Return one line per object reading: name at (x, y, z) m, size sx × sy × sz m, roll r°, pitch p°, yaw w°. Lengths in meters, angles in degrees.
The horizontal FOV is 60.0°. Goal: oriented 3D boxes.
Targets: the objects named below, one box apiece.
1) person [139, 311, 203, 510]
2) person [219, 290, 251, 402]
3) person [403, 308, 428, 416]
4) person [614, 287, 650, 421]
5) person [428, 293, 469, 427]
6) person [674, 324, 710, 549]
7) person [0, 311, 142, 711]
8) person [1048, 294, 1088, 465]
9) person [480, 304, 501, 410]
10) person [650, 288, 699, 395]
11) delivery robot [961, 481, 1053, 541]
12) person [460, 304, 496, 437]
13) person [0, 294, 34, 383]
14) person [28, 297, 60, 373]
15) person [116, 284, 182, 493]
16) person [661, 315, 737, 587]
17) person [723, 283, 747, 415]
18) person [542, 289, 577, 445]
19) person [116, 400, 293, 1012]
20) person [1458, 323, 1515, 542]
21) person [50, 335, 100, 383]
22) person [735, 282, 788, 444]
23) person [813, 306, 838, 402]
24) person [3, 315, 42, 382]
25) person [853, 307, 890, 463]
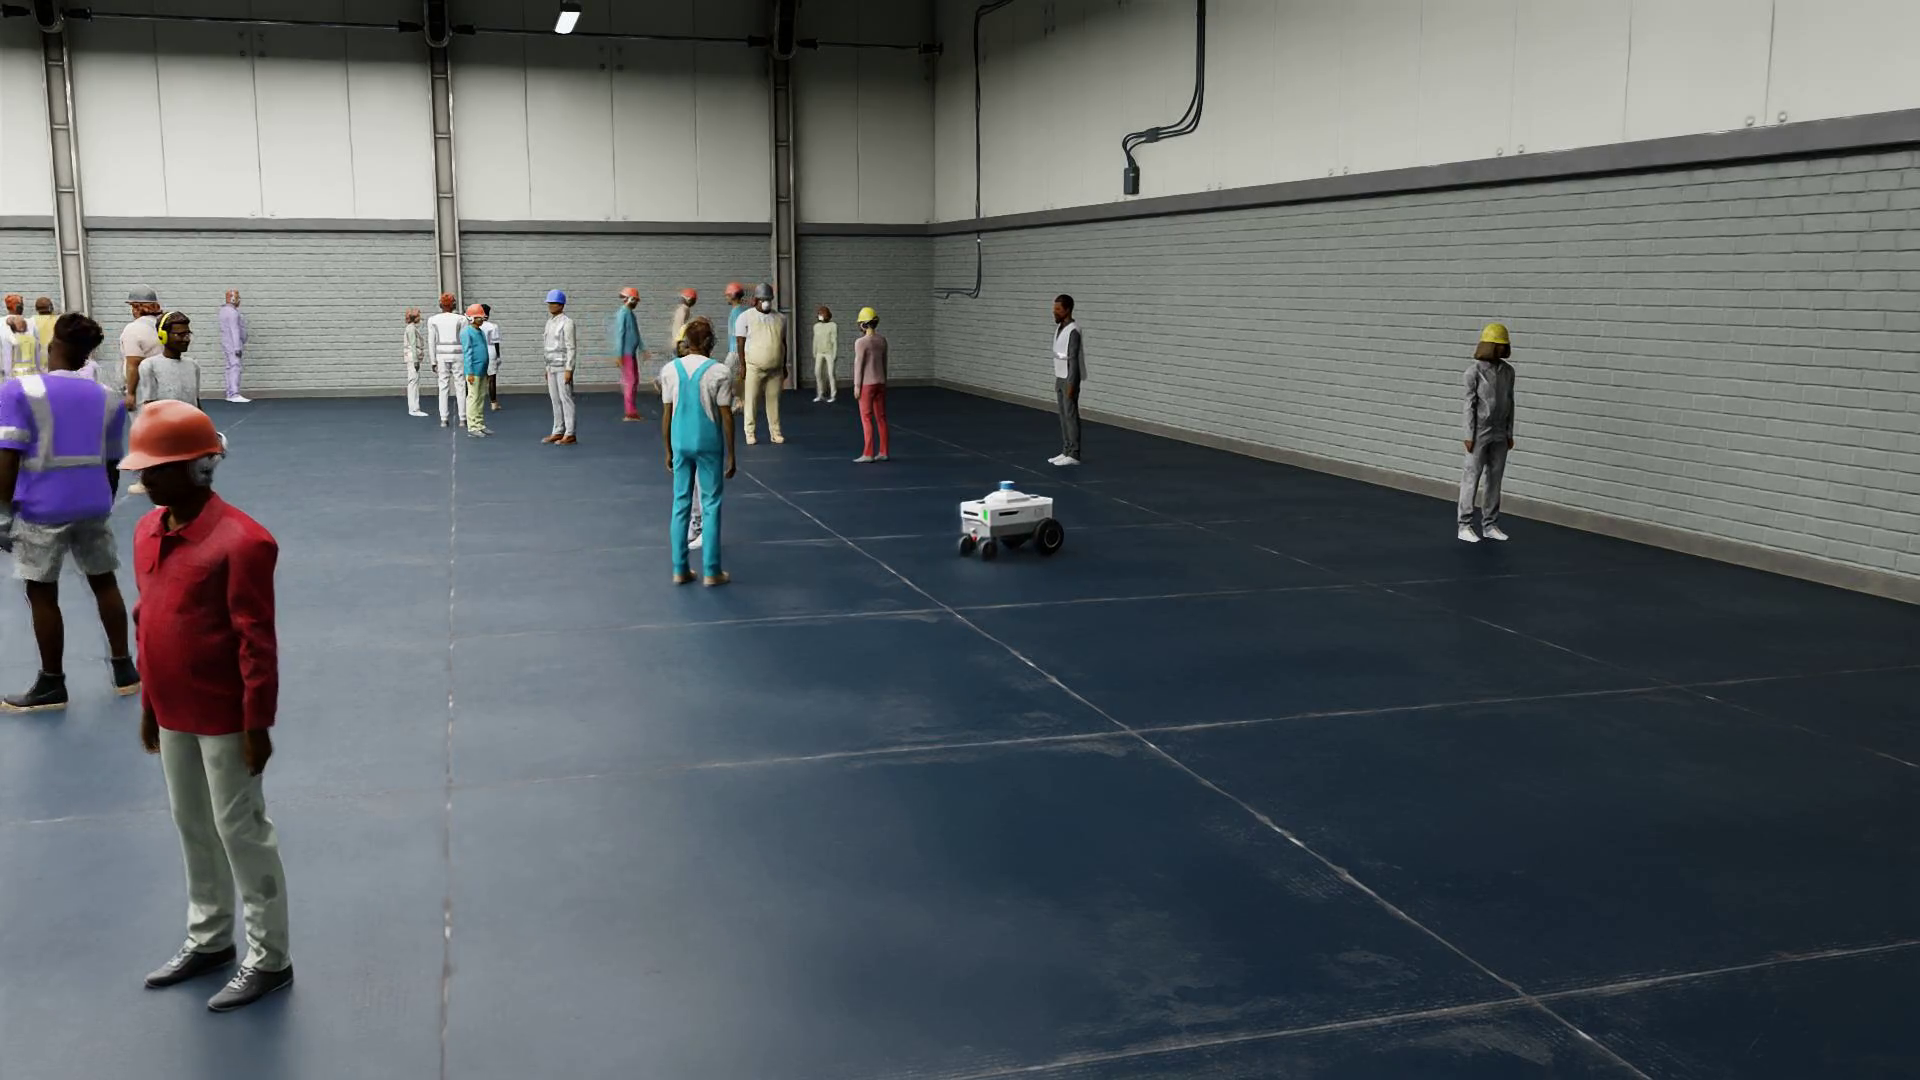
person at (-5.385, -0.636, 11.455) m, size 0.324 × 1.861 × 0.517 m, roll 4°, pitch 10°, yaw 22°
person at (-12.282, -3.280, 28.184) m, size 0.402 × 1.902 × 0.645 m, roll -6°, pitch 11°, yaw -34°
person at (-8.290, -2.694, 25.272) m, size 0.308 × 1.641 × 0.511 m, roll -4°, pitch 10°, yaw -21°
person at (-4.884, -2.751, 24.606) m, size 0.451 × 1.964 × 0.670 m, roll 0°, pitch 9°, yaw 0°
person at (-7.188, -2.535, 23.484) m, size 0.575 × 1.883 × 0.355 m, roll -1°, pitch 9°, yaw -7°
person at (-2.068, -0.808, 12.902) m, size 0.284 × 1.746 × 0.492 m, roll -5°, pitch 10°, yaw -27°
person at (-4.347, -0.142, 8.105) m, size 0.377 × 1.924 × 0.718 m, roll 5°, pitch 10°, yaw 27°
person at (1.218, -1.790, 18.655) m, size 0.396 × 1.914 × 0.592 m, roll -2°, pitch 9°, yaw -11°
person at (-7.541, -2.895, 26.400) m, size 0.535 × 1.690 × 0.321 m, roll 2°, pitch 9°, yaw 12°
person at (-4.936, -3.413, 28.923) m, size 0.822 × 1.949 × 0.621 m, roll -1°, pitch 9°, yaw -8°
delivery robot at (0.354, -0.201, 12.512) m, size 0.707 × 0.478 × 0.477 m, roll -7°, pitch 11°, yaw -37°
person at (-6.394, -2.249, 22.067) m, size 0.330 × 1.751 × 0.565 m, roll 1°, pitch 9°, yaw 7°
person at (-12.425, -2.298, 21.969) m, size 0.577 × 1.883 × 0.353 m, roll 2°, pitch 9°, yaw 11°
person at (-12.523, -2.417, 22.876) m, size 0.624 × 1.841 × 0.430 m, roll -7°, pitch 12°, yaw -40°
person at (-7.965, -1.483, 16.270) m, size 0.537 × 2.000 × 0.682 m, roll 2°, pitch 9°, yaw 12°
person at (-1.762, -0.592, 11.246) m, size 0.511 × 1.837 × 0.353 m, roll 2°, pitch 9°, yaw 13°
person at (-3.446, -2.917, 25.479) m, size 0.531 × 2.019 × 0.613 m, roll 1°, pitch 9°, yaw 7°
person at (-5.032, -2.163, 20.888) m, size 0.378 × 1.949 × 0.614 m, roll -8°, pitch 12°, yaw -41°
person at (-2.184, 0.469, 4.766) m, size 0.573 × 1.743 × 0.354 m, roll 6°, pitch 11°, yaw 32°
person at (4.195, -0.846, 13.181) m, size 0.480 × 1.734 × 0.332 m, roll -4°, pitch 10°, yaw -26°
person at (-7.840, -1.014, 14.611) m, size 0.692 × 1.607 × 0.543 m, roll 3°, pitch 9°, yaw 16°
person at (-2.460, -2.229, 21.030) m, size 0.680 × 2.000 × 0.537 m, roll -5°, pitch 10°, yaw -27°
person at (-2.268, -3.130, 28.099) m, size 0.503 × 1.622 × 0.280 m, roll 4°, pitch 10°, yaw 24°
person at (-11.826, -2.018, 21.005) m, size 0.317 × 1.630 × 0.553 m, roll 3°, pitch 9°, yaw 16°
person at (-1.021, -1.755, 18.905) m, size 0.335 × 1.760 × 0.523 m, roll 7°, pitch 11°, yaw 38°
